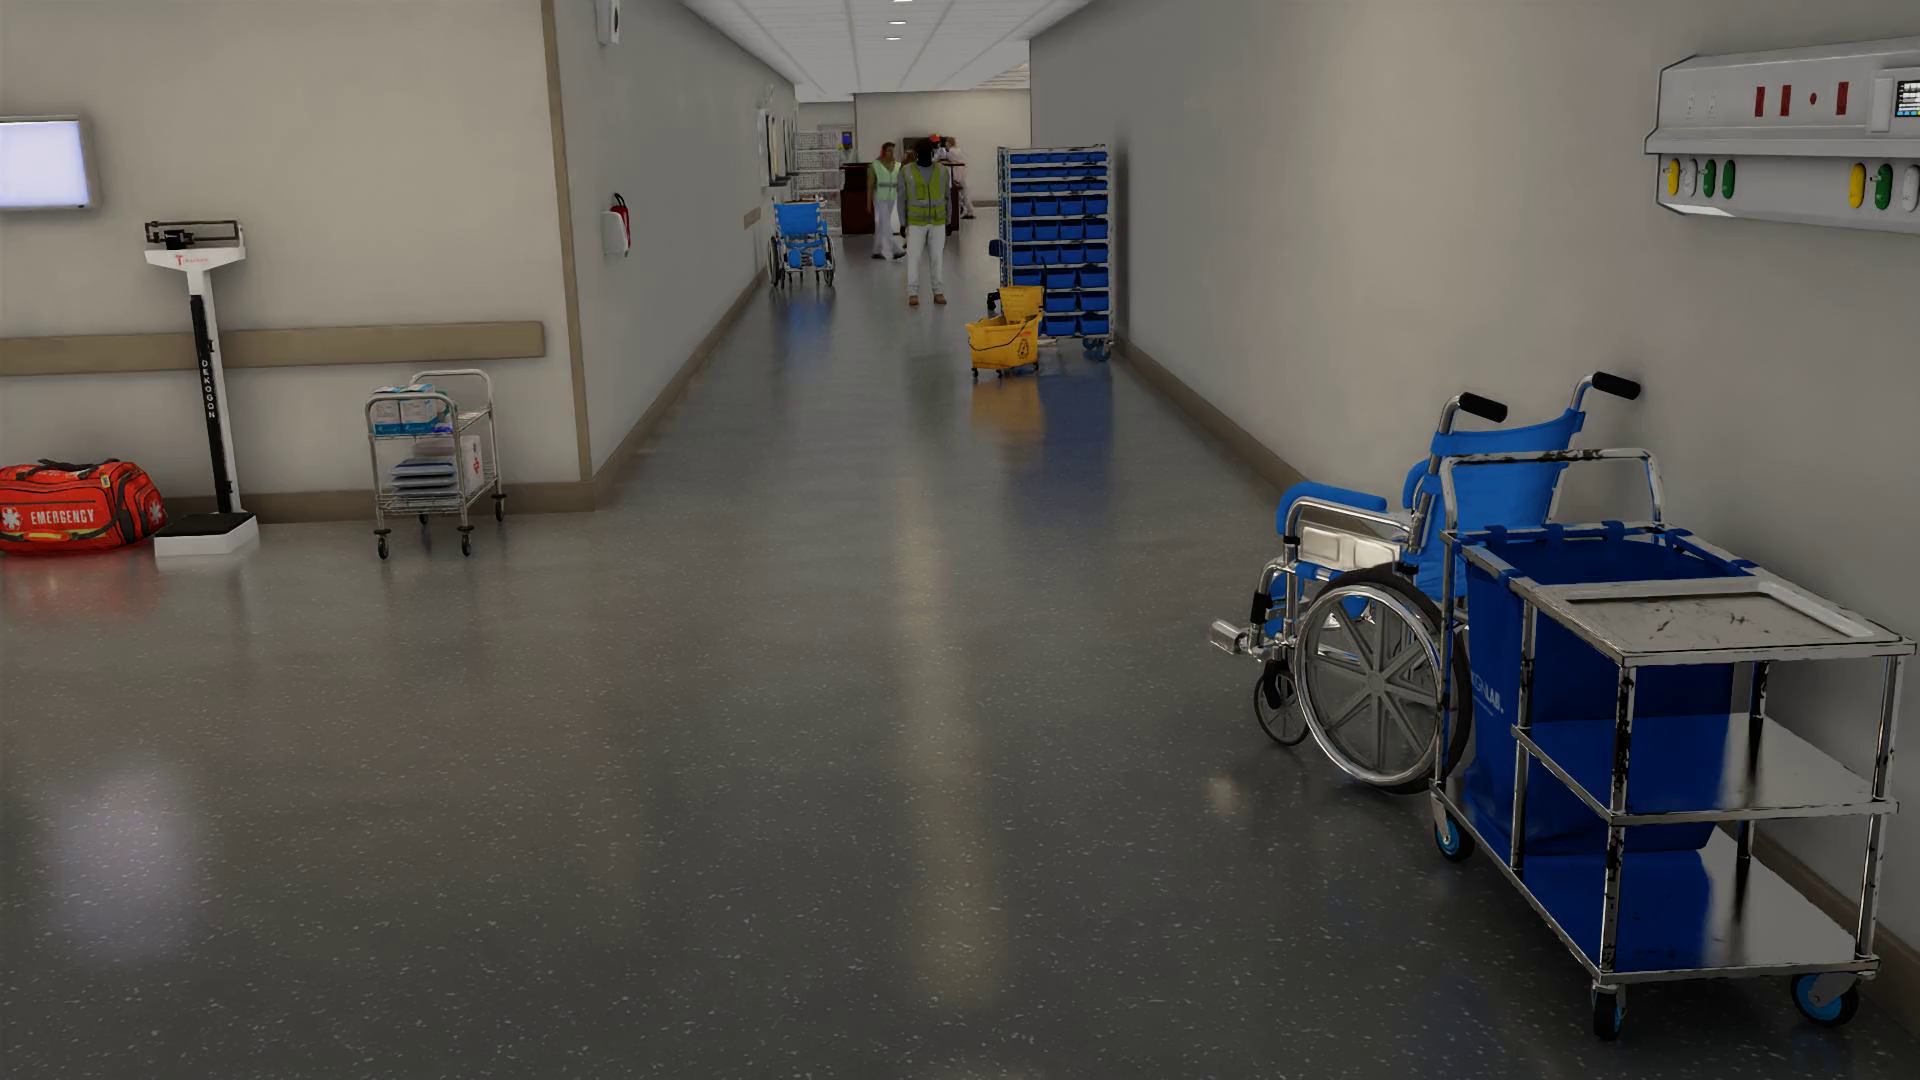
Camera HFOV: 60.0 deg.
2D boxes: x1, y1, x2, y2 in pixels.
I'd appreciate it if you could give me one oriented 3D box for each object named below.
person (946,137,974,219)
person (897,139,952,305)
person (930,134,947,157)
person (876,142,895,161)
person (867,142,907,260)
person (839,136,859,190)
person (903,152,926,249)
[{"bbox_3d":[-0.123,-8.236,37.890,1.029,1.827,0.654,7,16,31],"label":"person"},{"bbox_3d":[-0.383,-3.571,18.725,0.634,1.841,0.429,-5,14,-13],"label":"person"},{"bbox_3d":[-0.582,-8.914,40.530,0.549,1.928,0.389,5,15,26],"label":"person"},{"bbox_3d":[-1.691,-8.270,38.348,0.526,1.768,0.331,-11,16,-34],"label":"person"},{"bbox_3d":[-1.103,-5.229,25.719,0.562,1.786,0.972,-13,18,-40],"label":"person"},{"bbox_3d":[-2.791,-9.070,41.394,0.604,1.942,0.402,-2,14,-2],"label":"person"},{"bbox_3d":[-0.759,-5.773,28.315,0.521,1.598,0.773,11,19,42],"label":"person"}]
